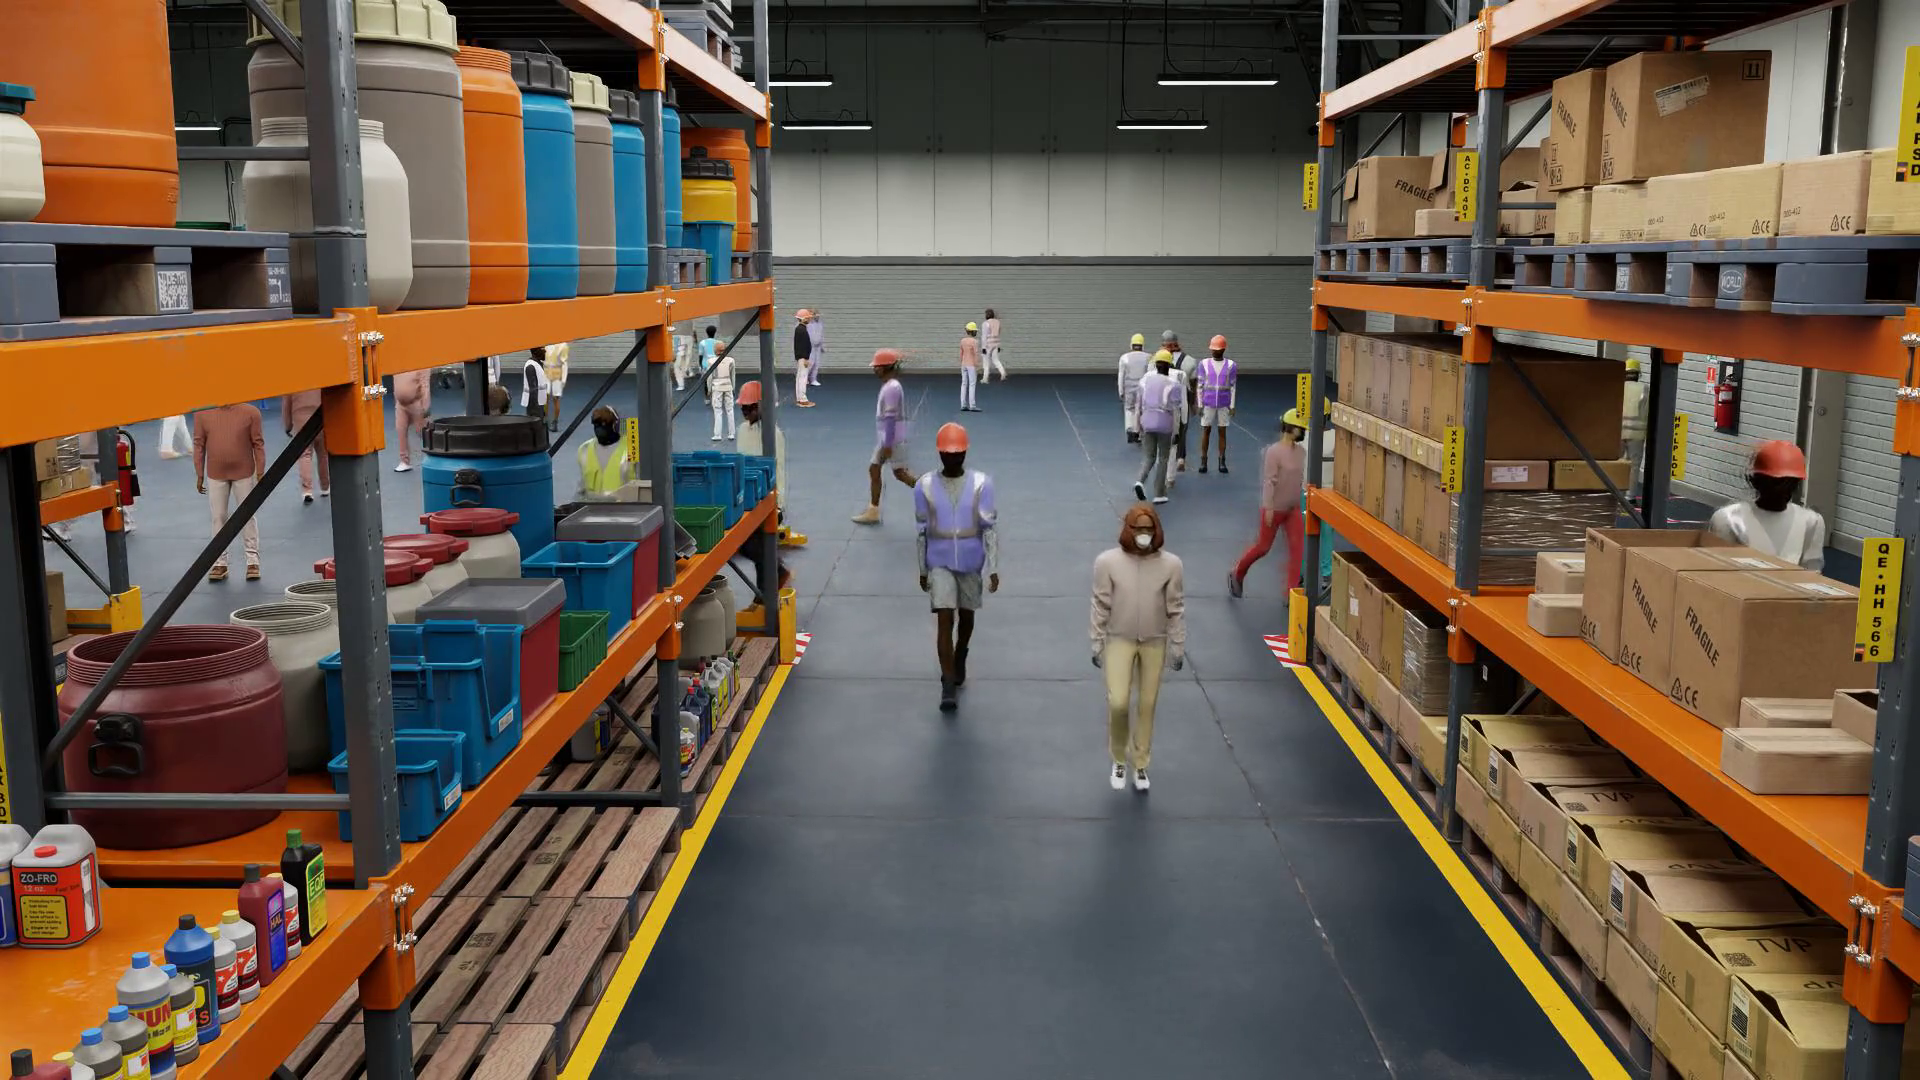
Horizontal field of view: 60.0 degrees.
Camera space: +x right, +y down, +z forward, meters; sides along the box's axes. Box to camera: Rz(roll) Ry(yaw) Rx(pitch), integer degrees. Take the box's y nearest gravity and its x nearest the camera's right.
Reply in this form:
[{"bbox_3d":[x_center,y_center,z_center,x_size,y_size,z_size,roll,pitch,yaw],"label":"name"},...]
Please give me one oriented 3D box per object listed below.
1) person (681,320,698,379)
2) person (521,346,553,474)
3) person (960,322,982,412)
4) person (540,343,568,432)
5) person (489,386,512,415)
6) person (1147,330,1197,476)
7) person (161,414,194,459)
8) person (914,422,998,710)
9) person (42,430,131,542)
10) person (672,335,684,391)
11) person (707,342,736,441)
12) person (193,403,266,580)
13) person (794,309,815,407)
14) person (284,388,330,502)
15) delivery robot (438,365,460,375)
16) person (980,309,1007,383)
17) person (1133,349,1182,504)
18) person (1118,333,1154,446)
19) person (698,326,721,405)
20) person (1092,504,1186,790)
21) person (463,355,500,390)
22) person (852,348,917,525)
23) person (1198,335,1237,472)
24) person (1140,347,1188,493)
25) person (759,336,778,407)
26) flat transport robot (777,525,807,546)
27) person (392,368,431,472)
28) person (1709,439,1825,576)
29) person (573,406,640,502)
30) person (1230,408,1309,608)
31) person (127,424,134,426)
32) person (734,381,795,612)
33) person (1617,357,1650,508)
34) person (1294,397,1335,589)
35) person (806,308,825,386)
[{"bbox_3d":[-7.013,-5.086,42.735,0.537,1.838,0.910,3,10,20],"label":"person"},{"bbox_3d":[-5.862,-1.834,22.994,0.391,1.920,0.587,-1,10,-7],"label":"person"},{"bbox_3d":[0.212,-3.445,33.103,0.331,1.767,0.527,-8,12,-40],"label":"person"},{"bbox_3d":[-7.092,-2.806,28.859,0.566,1.898,0.792,0,9,-2],"label":"person"},{"bbox_3d":[-4.065,-0.410,14.579,0.636,1.864,1.055,3,10,17],"label":"person"},{"bbox_3d":[2.914,-1.899,23.145,0.709,2.000,0.537,-1,10,-8],"label":"person"},{"bbox_3d":[-11.881,-2.172,25.358,0.659,1.805,0.882,7,12,36],"label":"person"},{"bbox_3d":[-0.027,0.130,11.305,0.558,1.902,0.948,0,9,-2],"label":"person"},{"bbox_3d":[-9.308,-0.911,17.688,0.660,1.842,1.009,4,10,20],"label":"person"},{"bbox_3d":[-6.562,-4.263,38.475,0.339,1.606,0.665,-2,10,-12],"label":"person"},{"bbox_3d":[-3.965,-2.470,27.650,0.515,1.636,0.314,-6,11,-30],"label":"person"},{"bbox_3d":[-6.811,-0.624,15.519,0.625,1.992,0.386,-2,10,-12],"label":"person"},{"bbox_3d":[-3.225,-3.753,34.254,0.375,1.997,0.612,-3,10,-17],"label":"person"},{"bbox_3d":[-8.074,-1.422,20.719,0.651,1.865,0.982,-3,10,-17],"label":"person"},{"bbox_3d":[-12.087,-4.037,39.340,0.698,0.223,0.335,9,13,44],"label":"delivery robot"},{"bbox_3d":[0.802,-4.748,40.736,0.635,1.826,0.704,-9,13,-42],"label":"person"},{"bbox_3d":[2.420,-1.385,20.406,0.593,1.895,0.593,6,11,34],"label":"person"},{"bbox_3d":[2.855,-2.417,26.788,0.598,1.818,0.499,1,10,7],"label":"person"},{"bbox_3d":[-5.089,-3.557,34.119,0.548,1.640,0.874,-2,10,-11],"label":"person"},{"bbox_3d":[0.999,0.605,9.246,0.522,1.618,0.425,-1,9,-3],"label":"person"},{"bbox_3d":[-8.027,-2.672,27.926,0.605,1.949,0.400,-4,10,-25],"label":"person"},{"bbox_3d":[-0.698,-1.171,18.804,0.983,2.008,0.617,-1,10,-9],"label":"person"},{"bbox_3d":[3.630,-1.927,23.518,0.542,1.931,0.376,1,10,6],"label":"person"},{"bbox_3d":[2.618,-1.569,21.542,0.610,1.866,0.730,0,9,-1],"label":"person"},{"bbox_3d":[-3.953,-3.543,34.115,0.293,1.627,0.513,5,11,26],"label":"person"},{"bbox_3d":[-2.362,-0.026,17.218,1.431,0.197,0.652,-7,12,-37],"label":"flat transport robot"},{"bbox_3d":[-7.796,-1.939,23.743,0.640,1.877,0.744,2,10,14],"label":"person"},{"bbox_3d":[4.288,0.457,8.938,0.629,2.030,0.521,0,9,-2],"label":"person"},{"bbox_3d":[-2.772,-0.159,13.237,0.650,1.826,0.441,2,10,14],"label":"person"},{"bbox_3d":[2.715,-0.294,14.355,0.528,1.725,0.838,-8,12,-40],"label":"person"},{"bbox_3d":[-15.295,-3.083,30.568,0.540,1.904,0.967,-1,10,-7],"label":"person"},{"bbox_3d":[-1.643,-0.350,13.918,0.538,1.976,0.635,-7,12,-37],"label":"person"},{"bbox_3d":[8.041,-1.284,20.013,0.601,1.819,0.631,5,11,29],"label":"person"},{"bbox_3d":[3.240,-0.441,15.126,0.524,1.762,0.325,4,10,23],"label":"person"},{"bbox_3d":[-3.527,-4.640,39.945,0.433,1.880,0.650,7,12,36],"label":"person"}]
